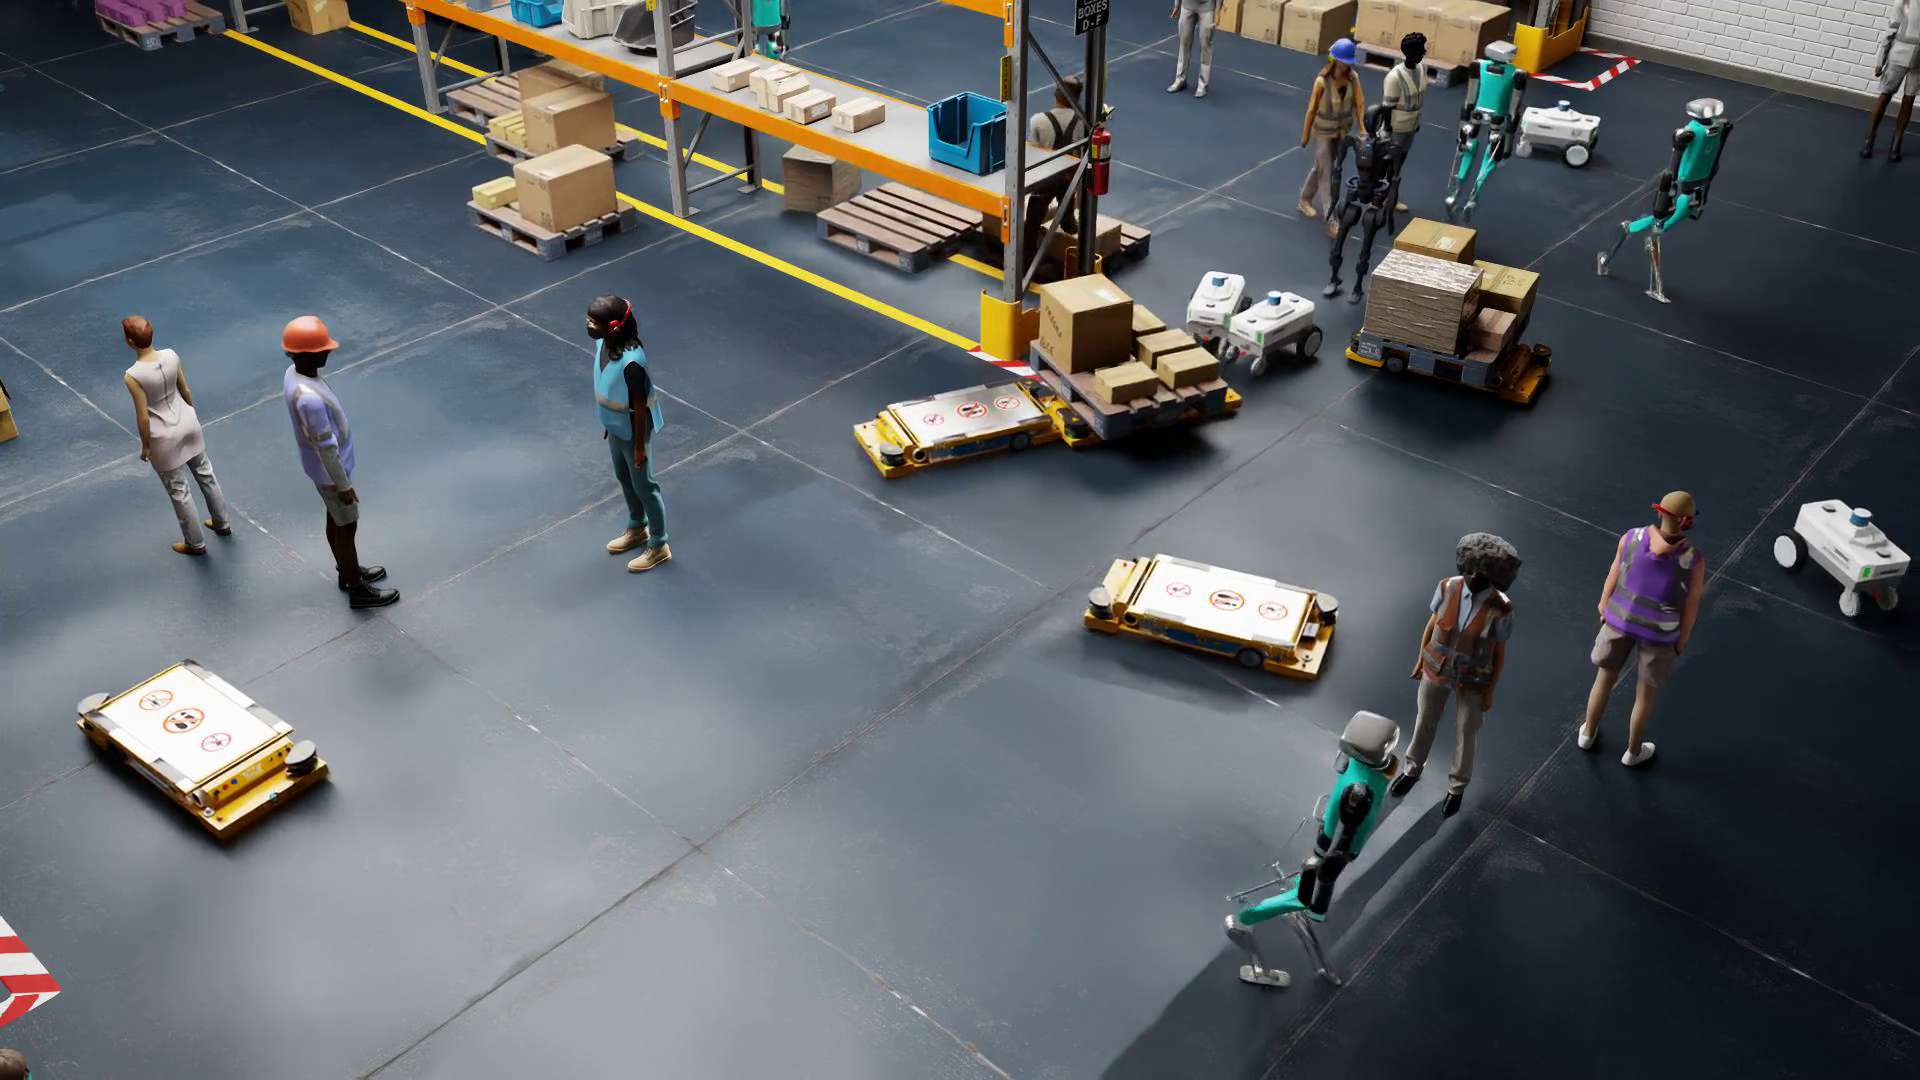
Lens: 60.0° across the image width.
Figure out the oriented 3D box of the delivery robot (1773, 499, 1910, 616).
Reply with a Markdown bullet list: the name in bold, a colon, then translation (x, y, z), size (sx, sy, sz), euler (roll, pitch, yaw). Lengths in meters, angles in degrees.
- **delivery robot**: translation (5.575, 0.070, 10.474), size (0.499, 0.614, 0.818), euler (-8, 35, -11)

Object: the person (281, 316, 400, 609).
- **person**: translation (-3.766, -0.460, 10.013), size (0.359, 1.934, 0.542), euler (-18, 39, -24)

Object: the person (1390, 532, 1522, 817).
- **person**: translation (2.563, 0.685, 8.564), size (0.437, 1.690, 0.316), euler (23, 41, 30)

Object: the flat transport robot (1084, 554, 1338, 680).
- **flat transport robot**: translation (1.541, 0.441, 10.172), size (1.431, 0.231, 0.659), euler (13, 37, 18)

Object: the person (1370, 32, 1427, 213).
- **person**: translation (3.963, -3.724, 14.947), size (0.541, 1.695, 0.316), euler (-28, 43, -34)

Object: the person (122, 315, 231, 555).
- **person**: translation (-5.010, -0.669, 10.552), size (0.281, 1.660, 0.455), euler (14, 37, 19)

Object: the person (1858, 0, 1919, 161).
- **person**: translation (9.160, -4.621, 16.050), size (0.548, 1.927, 0.390), euler (12, 36, 17)

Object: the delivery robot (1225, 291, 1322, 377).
- **delivery robot**: translation (2.434, -1.648, 12.954), size (0.801, 0.604, 0.499), euler (-27, 43, -33)

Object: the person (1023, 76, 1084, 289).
- **person**: translation (0.770, -2.908, 13.676), size (0.584, 1.808, 0.452), euler (-10, 36, -14)

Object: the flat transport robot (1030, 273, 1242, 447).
- **flat transport robot**: translation (1.313, -1.053, 12.335), size (1.431, 0.231, 0.659), euler (-14, 37, -20)

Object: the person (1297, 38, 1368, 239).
- **person**: translation (3.319, -3.570, 14.693), size (0.459, 1.717, 0.927), euler (-15, 37, -21)

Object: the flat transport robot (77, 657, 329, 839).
- **flat transport robot**: translation (-4.212, 1.110, 9.202), size (1.431, 0.231, 0.659), euler (24, 41, 30)

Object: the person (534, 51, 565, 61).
- **person**: translation (-4.642, -6.210, 18.527), size (0.411, 1.728, 0.609), euler (-18, 39, -25)

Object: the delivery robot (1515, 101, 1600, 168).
- **delivery robot**: translation (5.907, -4.016, 16.379), size (0.801, 0.598, 0.499), euler (14, 37, 20)

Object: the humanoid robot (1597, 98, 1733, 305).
- **humanoid robot**: translation (5.701, -2.858, 13.680), size (0.555, 1.786, 0.931), euler (-14, 37, -20)

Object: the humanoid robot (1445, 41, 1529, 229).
- **humanoid robot**: translation (4.444, -3.352, 14.405), size (0.546, 1.819, 0.710), euler (29, 44, 35)

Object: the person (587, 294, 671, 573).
- **person**: translation (-2.072, -0.673, 10.389), size (0.395, 1.862, 0.504), euler (-23, 41, -30)

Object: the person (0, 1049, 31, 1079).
- **person**: translation (-3.279, 2.437, 6.049), size (0.487, 1.663, 0.340), euler (17, 38, 23)

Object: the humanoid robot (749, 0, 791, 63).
- **humanoid robot**: translation (-2.030, -4.999, 16.736), size (0.535, 1.751, 0.744), euler (-19, 39, -25)

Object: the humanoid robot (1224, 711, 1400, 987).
- **humanoid robot**: translation (1.499, 1.430, 7.473), size (0.735, 1.795, 0.554), euler (17, 38, 23)

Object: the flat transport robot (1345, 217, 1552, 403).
- **flat transport robot**: translation (3.788, -1.442, 12.899), size (1.431, 0.231, 0.659), euler (18, 39, 25)

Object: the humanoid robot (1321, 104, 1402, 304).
- **humanoid robot**: translation (3.283, -2.720, 13.508), size (0.588, 1.656, 0.341), euler (18, 38, 24)

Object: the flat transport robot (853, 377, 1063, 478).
- **flat transport robot**: translation (0.012, -0.819, 11.997), size (1.431, 0.231, 0.659), euler (-14, 37, -19)

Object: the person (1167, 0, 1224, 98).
- **person**: translation (2.523, -5.646, 17.556), size (0.546, 1.897, 0.374), euler (18, 39, 24)

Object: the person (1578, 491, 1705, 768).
- **person**: translation (3.631, 0.476, 8.866), size (0.481, 1.692, 0.349), euler (25, 42, 31)

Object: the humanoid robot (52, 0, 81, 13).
- **humanoid robot**: translation (-11.011, -7.207, 20.031), size (0.611, 1.634, 0.646), euler (-16, 38, -22)

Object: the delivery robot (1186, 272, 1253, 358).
- **delivery robot**: translation (2.034, -1.841, 13.218), size (0.499, 0.585, 0.784), euler (11, 36, 16)
